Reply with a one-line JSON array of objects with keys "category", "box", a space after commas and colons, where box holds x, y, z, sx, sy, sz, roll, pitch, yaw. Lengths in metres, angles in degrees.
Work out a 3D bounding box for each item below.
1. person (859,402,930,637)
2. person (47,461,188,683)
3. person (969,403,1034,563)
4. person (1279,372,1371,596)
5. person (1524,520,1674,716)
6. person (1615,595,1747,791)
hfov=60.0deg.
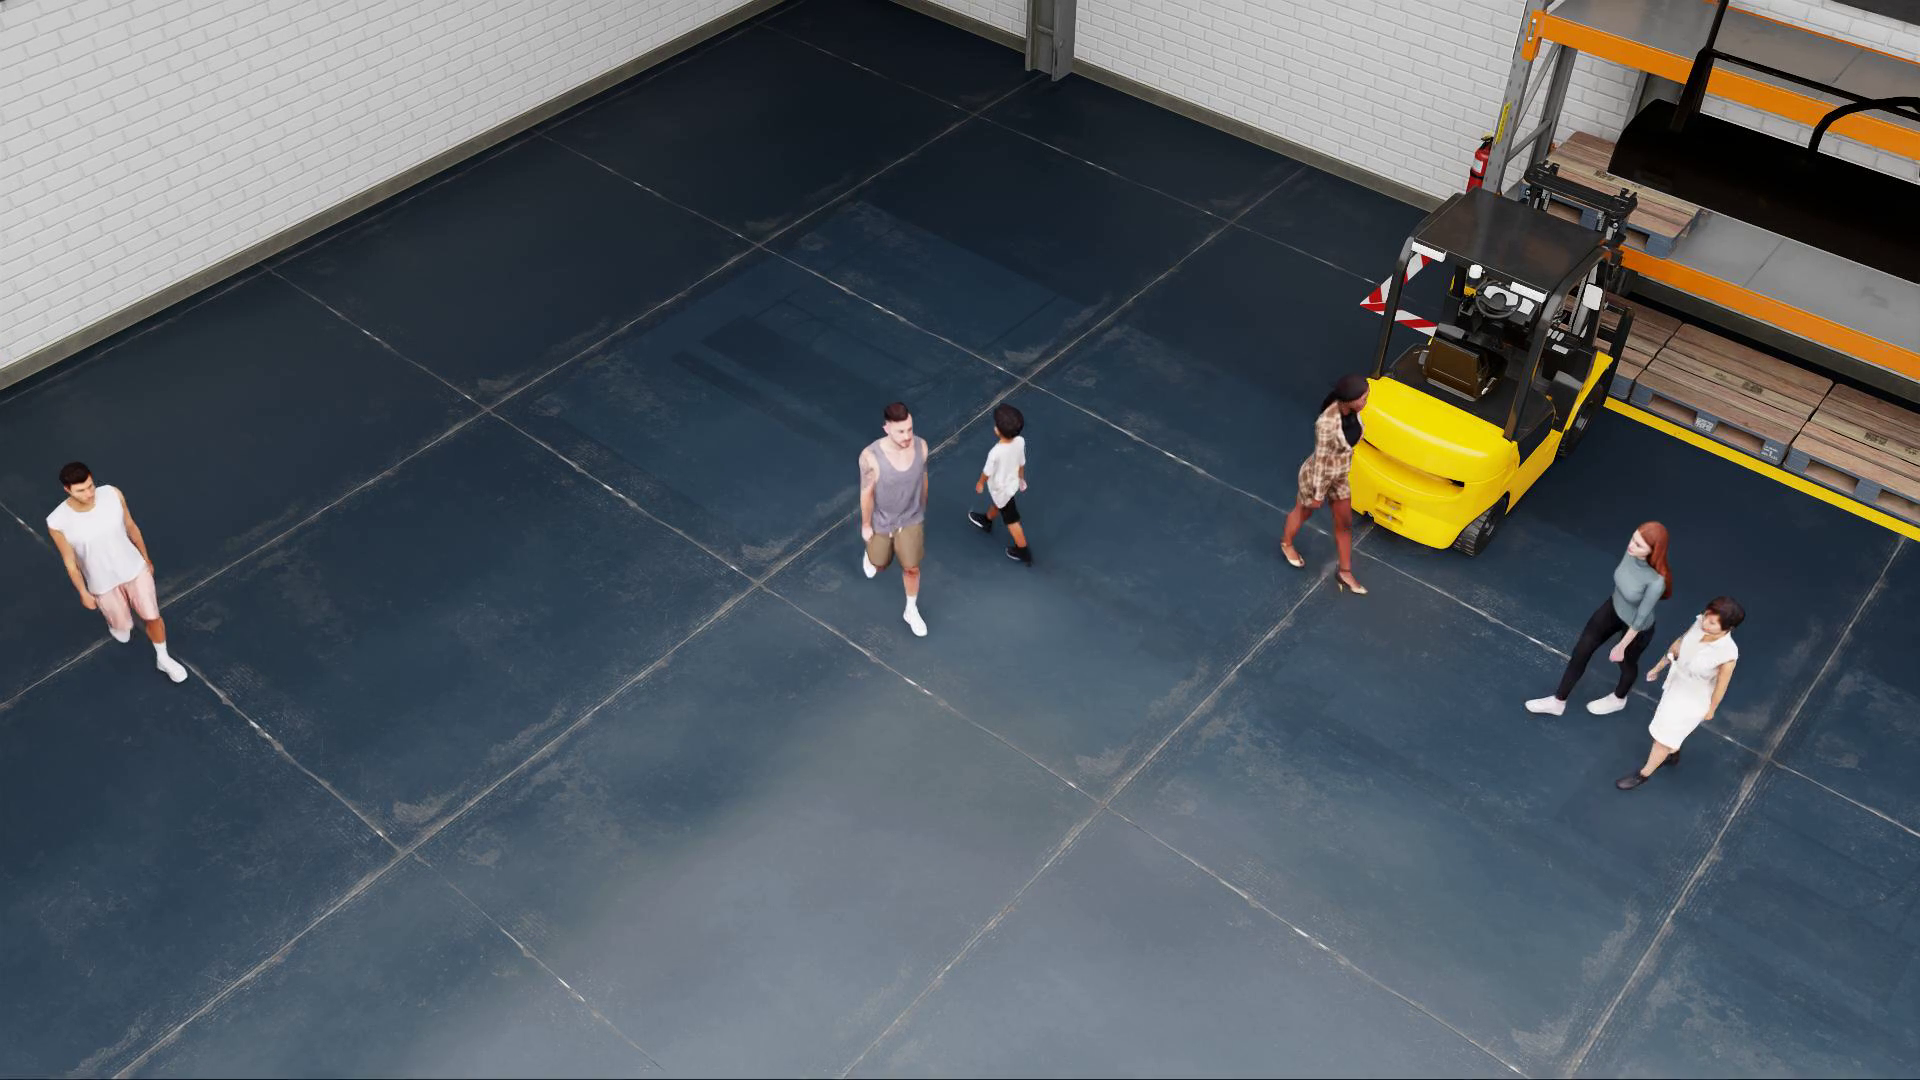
[{"category": "person", "box": [-0.442, -0.202, 10.853, 0.947, 1.827, 1.116, -14, 45, -14]}, {"category": "person", "box": [-5.387, 0.158, 10.532, 0.702, 1.766, 0.973, -33, 53, -30]}, {"category": "person", "box": [0.347, -0.360, 11.464, 0.856, 1.231, 0.485, 31, 52, 28]}, {"category": "person", "box": [2.365, -0.440, 11.171, 0.665, 1.752, 0.980, -33, 53, -30]}, {"category": "person", "box": [4.156, 0.504, 10.208, 0.990, 1.712, 0.957, -5, 44, -5]}, {"category": "person", "box": [4.419, 0.881, 9.938, 0.842, 1.538, 0.787, -5, 44, -5]}]
